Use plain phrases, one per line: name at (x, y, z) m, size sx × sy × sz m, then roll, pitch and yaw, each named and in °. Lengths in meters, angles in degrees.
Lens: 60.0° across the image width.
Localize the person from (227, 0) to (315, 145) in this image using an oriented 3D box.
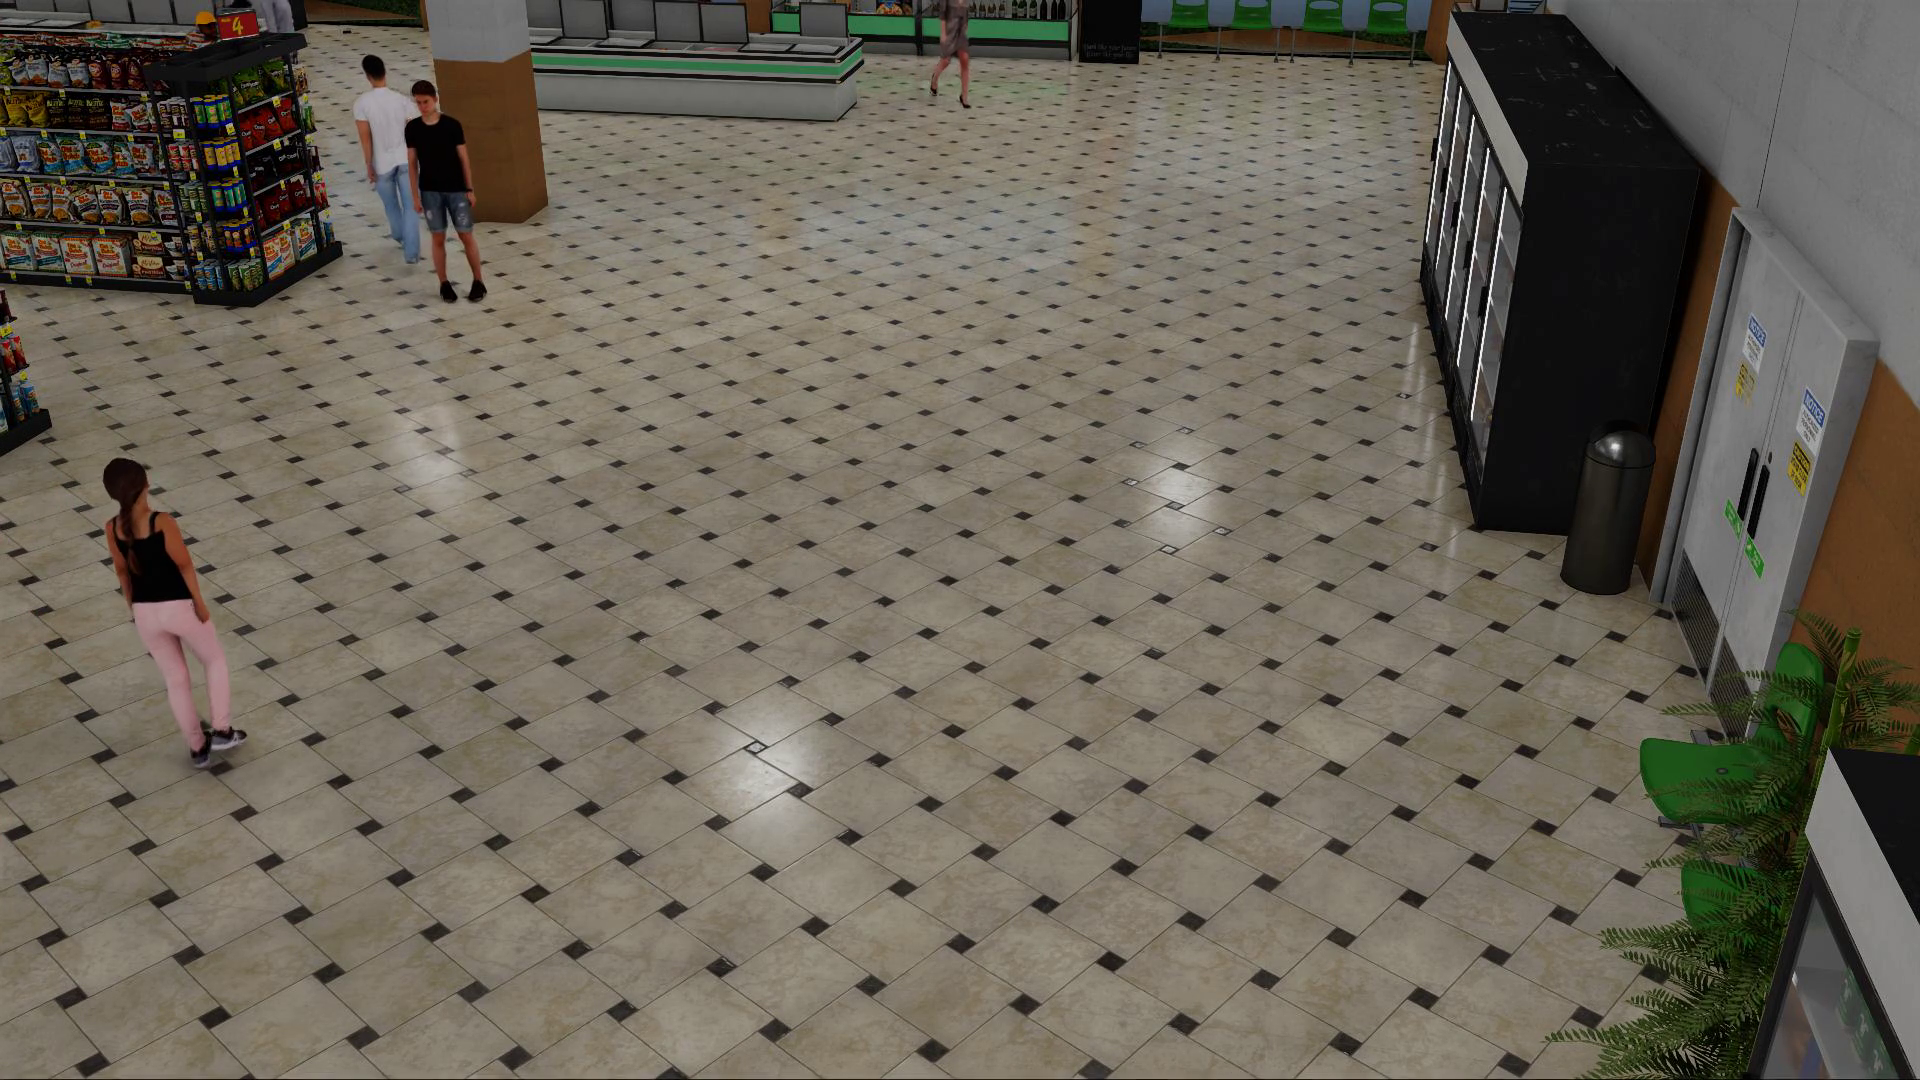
person at (-7.912, -5.082, 18.419) m, size 1.198 × 1.664 × 0.814 m, roll -3°, pitch 27°, yaw -6°

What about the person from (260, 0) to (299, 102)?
person at (-8.085, -5.902, 19.834) m, size 0.563 × 1.847 × 0.646 m, roll 2°, pitch 27°, yaw 4°

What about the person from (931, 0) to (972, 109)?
person at (-0.121, -6.276, 20.714) m, size 1.085 × 1.716 × 1.075 m, roll -14°, pitch 30°, yaw -25°

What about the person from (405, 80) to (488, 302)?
person at (-4.367, -2.957, 14.032) m, size 0.637 × 1.841 × 0.795 m, roll -4°, pitch 27°, yaw -7°

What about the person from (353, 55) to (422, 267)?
person at (-5.013, -3.299, 14.752) m, size 1.256 × 1.800 × 1.141 m, roll -8°, pitch 28°, yaw -15°

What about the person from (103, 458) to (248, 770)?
person at (-3.713, 0.371, 7.800) m, size 0.608 × 1.543 × 0.708 m, roll 1°, pitch 27°, yaw 2°
